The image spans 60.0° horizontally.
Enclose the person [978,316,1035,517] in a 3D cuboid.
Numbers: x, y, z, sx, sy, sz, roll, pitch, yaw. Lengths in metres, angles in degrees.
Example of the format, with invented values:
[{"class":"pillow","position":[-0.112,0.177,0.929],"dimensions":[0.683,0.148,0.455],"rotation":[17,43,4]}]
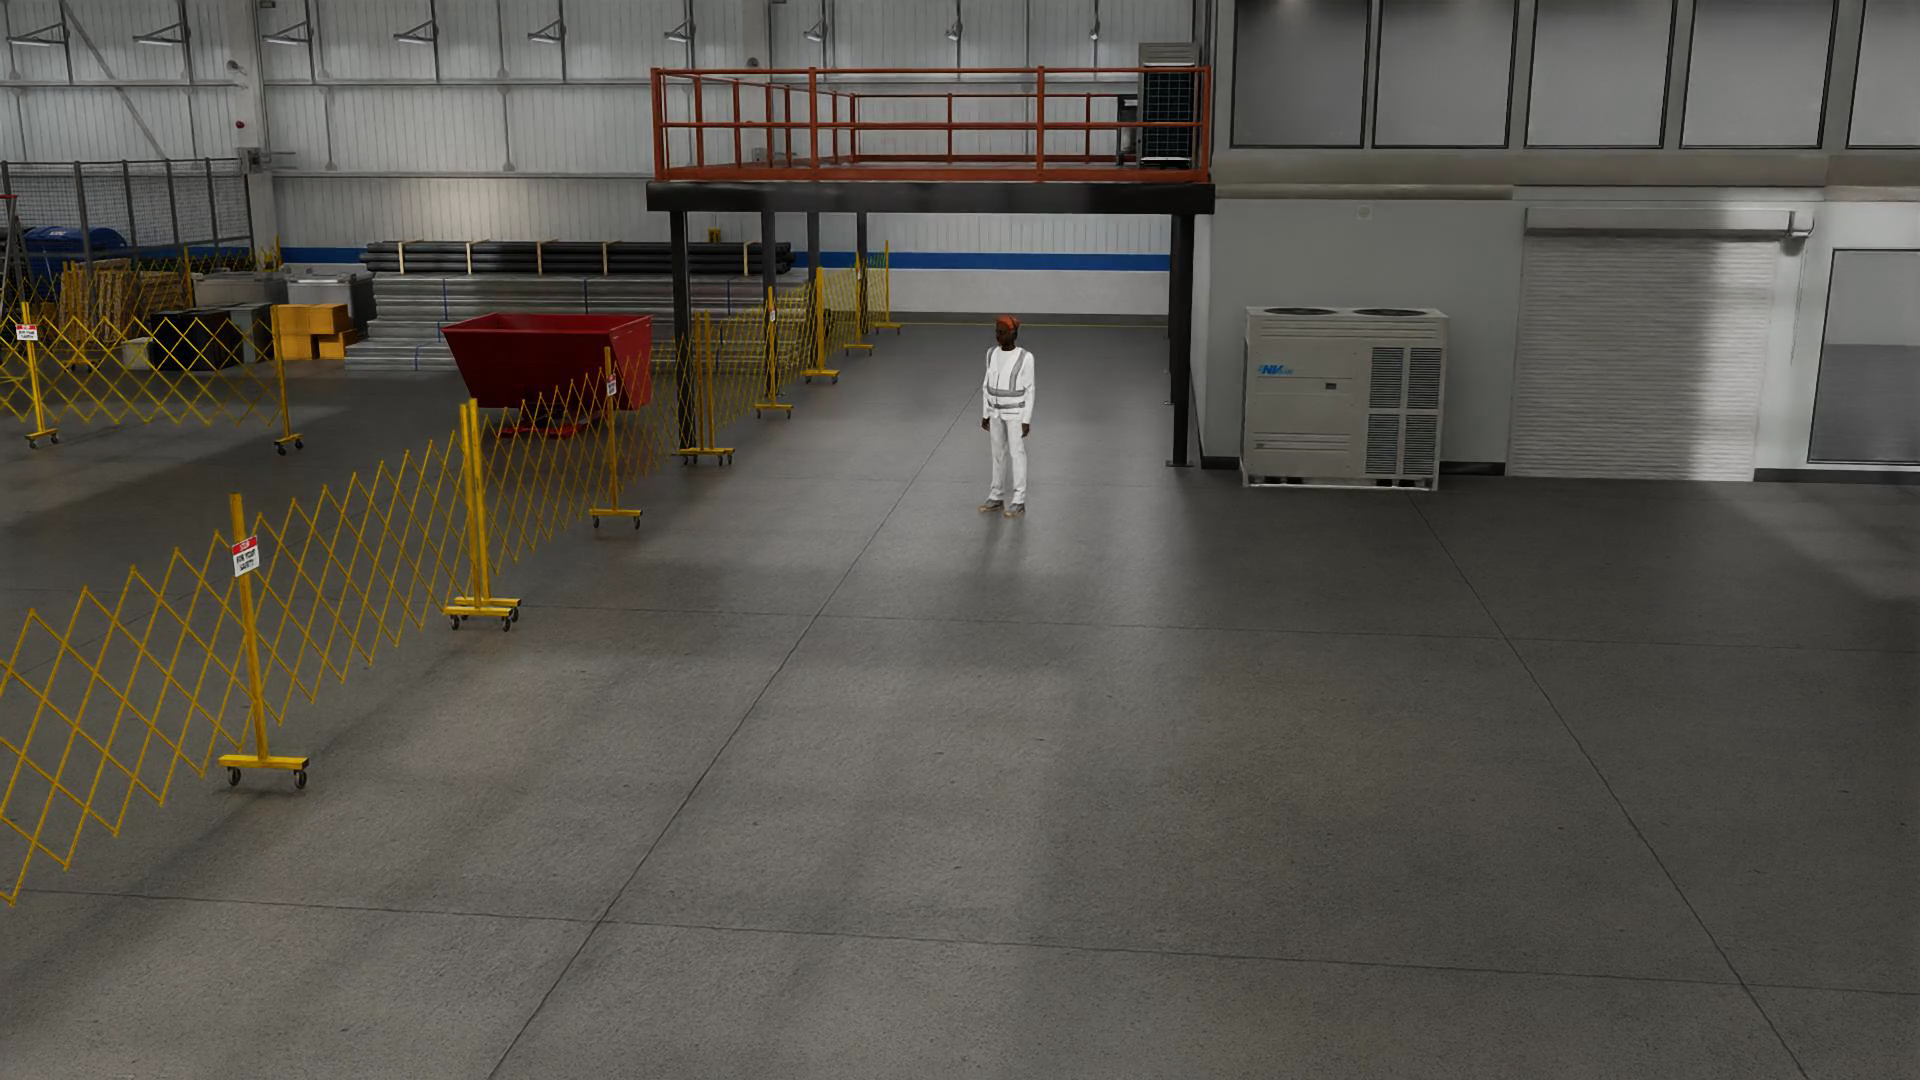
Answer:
[{"class":"person","position":[0.438,-1.164,15.627],"dimensions":[0.573,1.883,0.354],"rotation":[12,18,39]}]

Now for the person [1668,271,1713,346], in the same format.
[{"class":"person","position":[9.474,-2.646,21.672],"dimensions":[0.782,1.882,0.647],"rotation":[-8,16,-28]}]
